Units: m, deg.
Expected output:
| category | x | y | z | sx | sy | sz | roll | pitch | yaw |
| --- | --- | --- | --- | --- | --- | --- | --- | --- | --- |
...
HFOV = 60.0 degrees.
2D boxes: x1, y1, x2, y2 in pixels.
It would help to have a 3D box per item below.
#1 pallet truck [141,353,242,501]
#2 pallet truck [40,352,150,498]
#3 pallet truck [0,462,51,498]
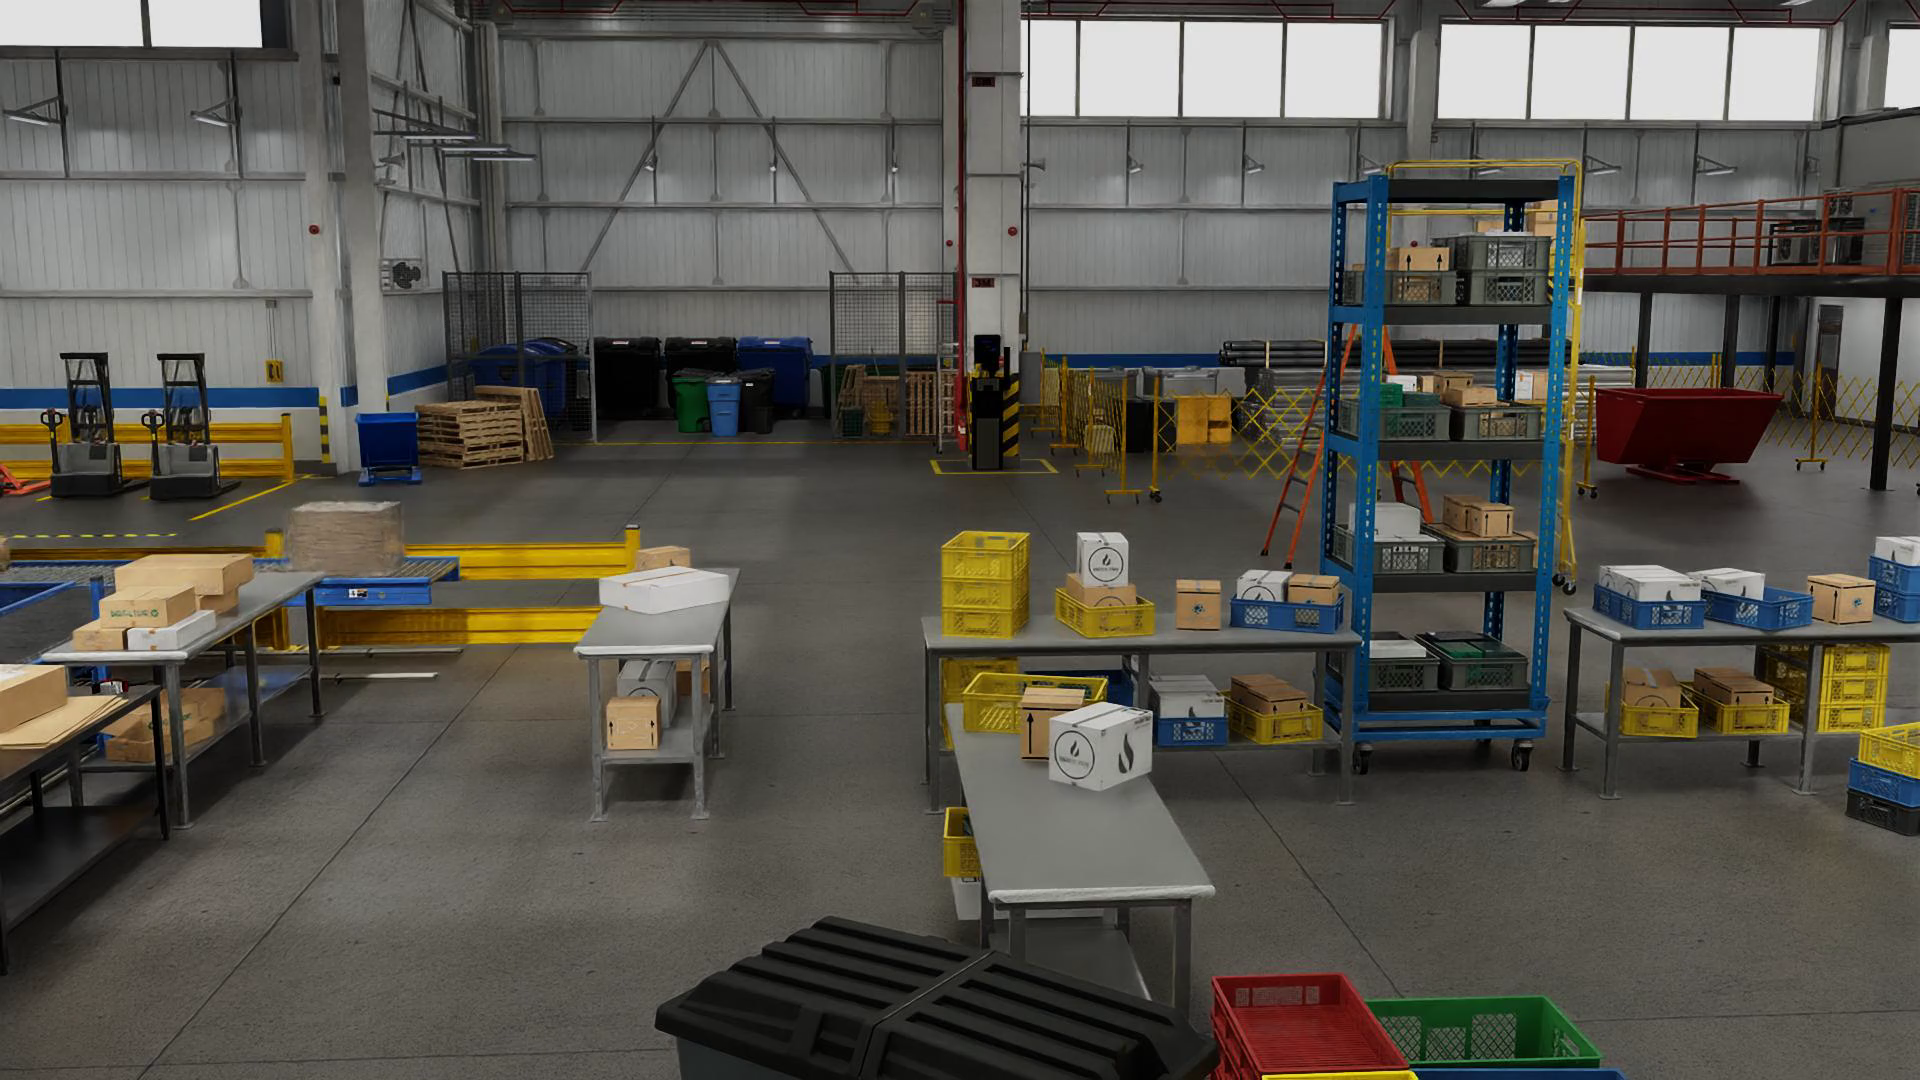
| category | x | y | z | sx | sy | sz | roll | pitch | yaw |
| --- | --- | --- | --- | --- | --- | --- | --- | --- | --- |
| pallet truck | -10.520 | -1.604 | 22.925 | 0.823 | 1.965 | 1.885 | -1 | 9 | -6 |
| pallet truck | -11.907 | -1.642 | 23.165 | 0.823 | 1.965 | 1.885 | 0 | 9 | 0 |
| pallet truck | -13.193 | -1.293 | 23.148 | 0.653 | 1.274 | 1.630 | -1 | 9 | -4 |
